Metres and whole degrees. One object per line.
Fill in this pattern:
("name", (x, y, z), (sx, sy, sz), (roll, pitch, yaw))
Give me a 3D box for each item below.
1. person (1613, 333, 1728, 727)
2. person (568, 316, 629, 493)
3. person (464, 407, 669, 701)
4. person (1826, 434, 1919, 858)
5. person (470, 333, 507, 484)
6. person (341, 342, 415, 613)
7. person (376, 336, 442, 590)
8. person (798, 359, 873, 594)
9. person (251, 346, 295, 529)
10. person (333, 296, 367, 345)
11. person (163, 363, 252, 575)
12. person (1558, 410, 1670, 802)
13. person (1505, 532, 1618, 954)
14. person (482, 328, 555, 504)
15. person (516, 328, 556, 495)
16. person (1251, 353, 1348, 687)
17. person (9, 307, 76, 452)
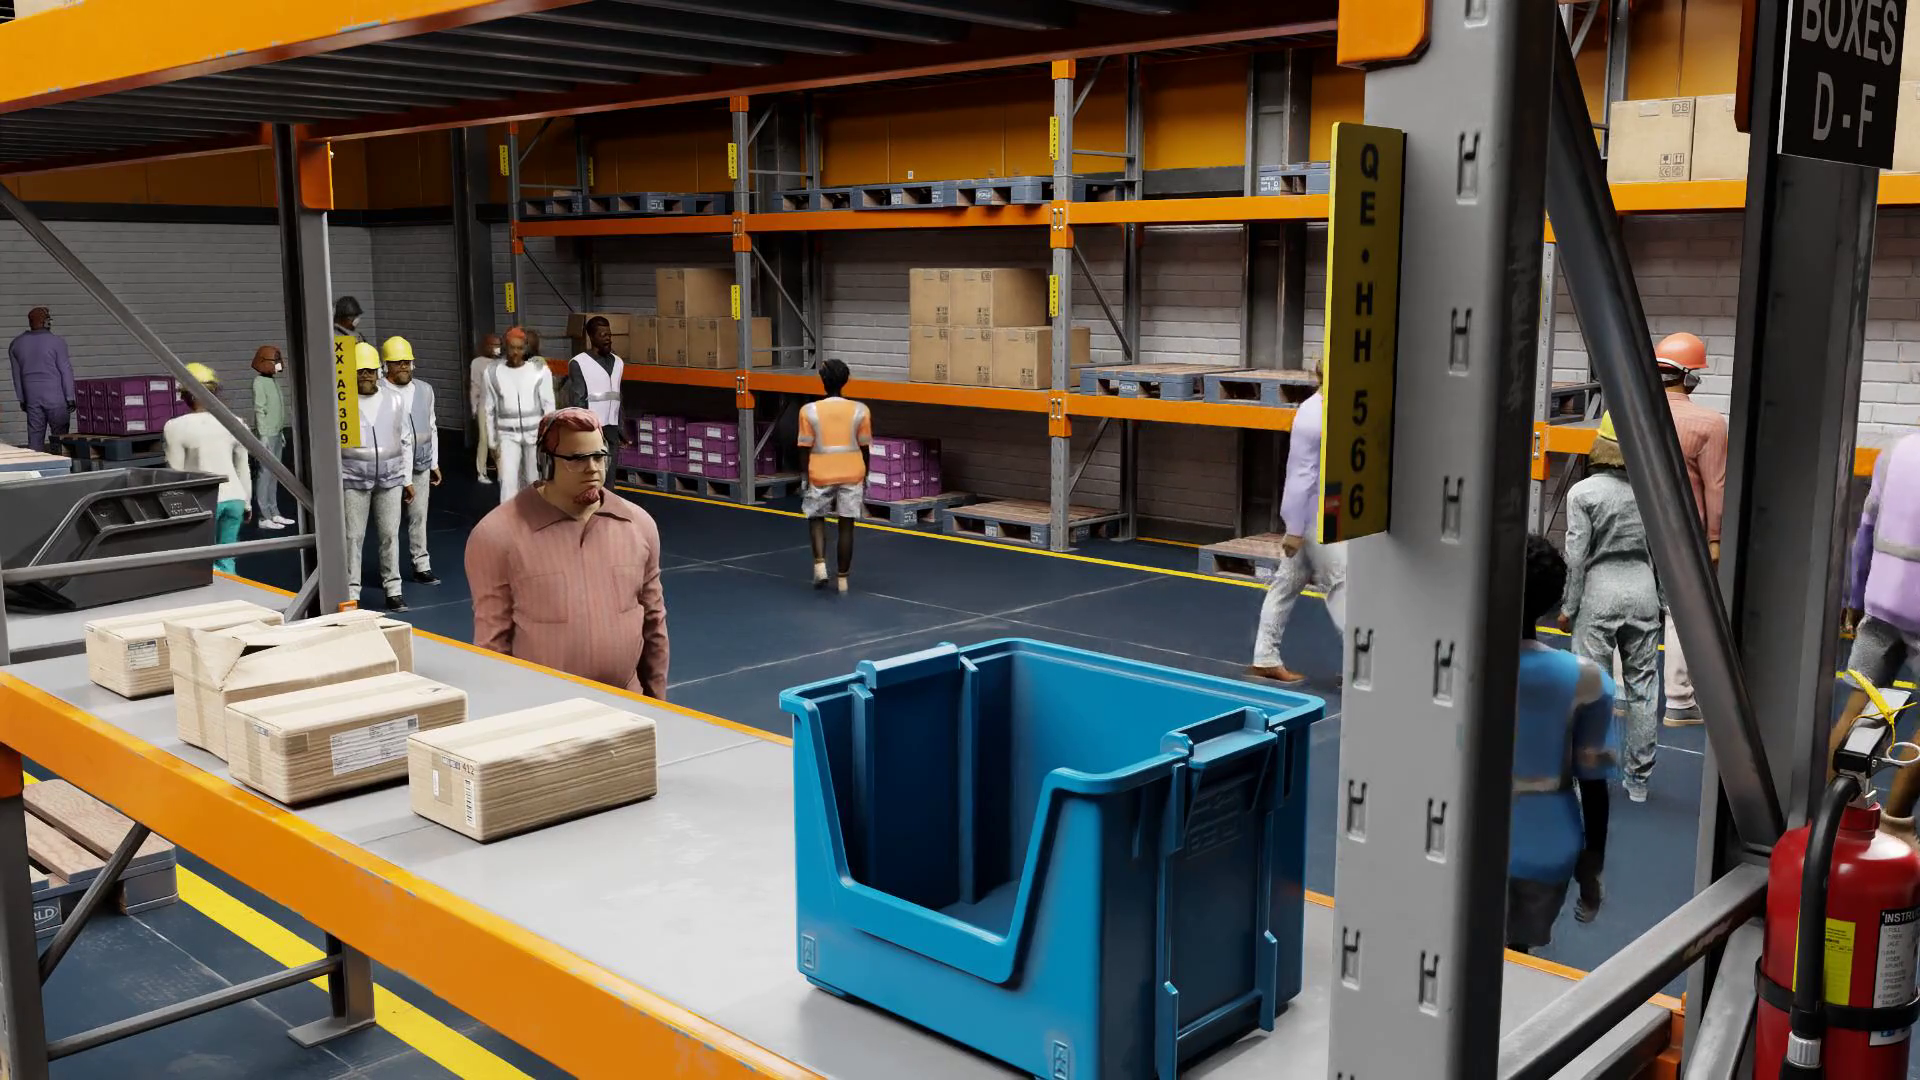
("person", (3.599, -0.052, 8.471), (0.381, 1.994, 0.622), (-8, 12, -41))
("person", (-3.060, -0.936, 14.127), (0.392, 1.919, 0.591), (5, 10, 28))
("person", (-1.188, 0.534, 5.192), (0.635, 1.899, 0.402), (-6, 11, -34))
("person", (3.666, 0.289, 6.419), (0.528, 1.989, 0.689), (-2, 9, -12))
("person", (-5.052, -1.431, 18.046), (0.307, 1.631, 0.517), (9, 13, 43))
("person", (-3.942, -0.402, 11.114), (0.600, 1.829, 0.404), (-6, 11, -33))
("person", (-4.034, -0.553, 12.040), (0.404, 1.832, 0.597), (9, 13, 43))
("person", (-0.882, -0.441, 11.808), (0.539, 1.685, 0.360), (-1, 9, -8))
("person", (-6.171, -0.920, 14.899), (0.268, 1.632, 0.507), (-1, 9, -4))
("person", (-6.788, -1.724, 18.580), (0.563, 2.000, 0.700), (0, 9, 2))
("person", (-4.578, -0.218, 10.271), (0.637, 1.747, 0.537), (7, 12, 37))
("person", (2.838, 0.278, 7.213), (0.489, 1.746, 0.286), (0, 9, -2))
("person", (1.392, 0.800, 4.316), (0.531, 1.643, 0.902), (-1, 9, -4))
("person", (-3.626, -0.825, 13.726), (0.574, 1.823, 1.019), (-2, 10, -15))
("person", (-3.675, -0.955, 14.573), (0.805, 1.810, 0.621), (-3, 10, -19))
("person", (2.071, -0.097, 9.070), (0.997, 1.888, 0.626), (3, 10, 15))
("person", (-9.804, -1.540, 17.867), (0.639, 1.908, 0.409), (0, 9, 2))
